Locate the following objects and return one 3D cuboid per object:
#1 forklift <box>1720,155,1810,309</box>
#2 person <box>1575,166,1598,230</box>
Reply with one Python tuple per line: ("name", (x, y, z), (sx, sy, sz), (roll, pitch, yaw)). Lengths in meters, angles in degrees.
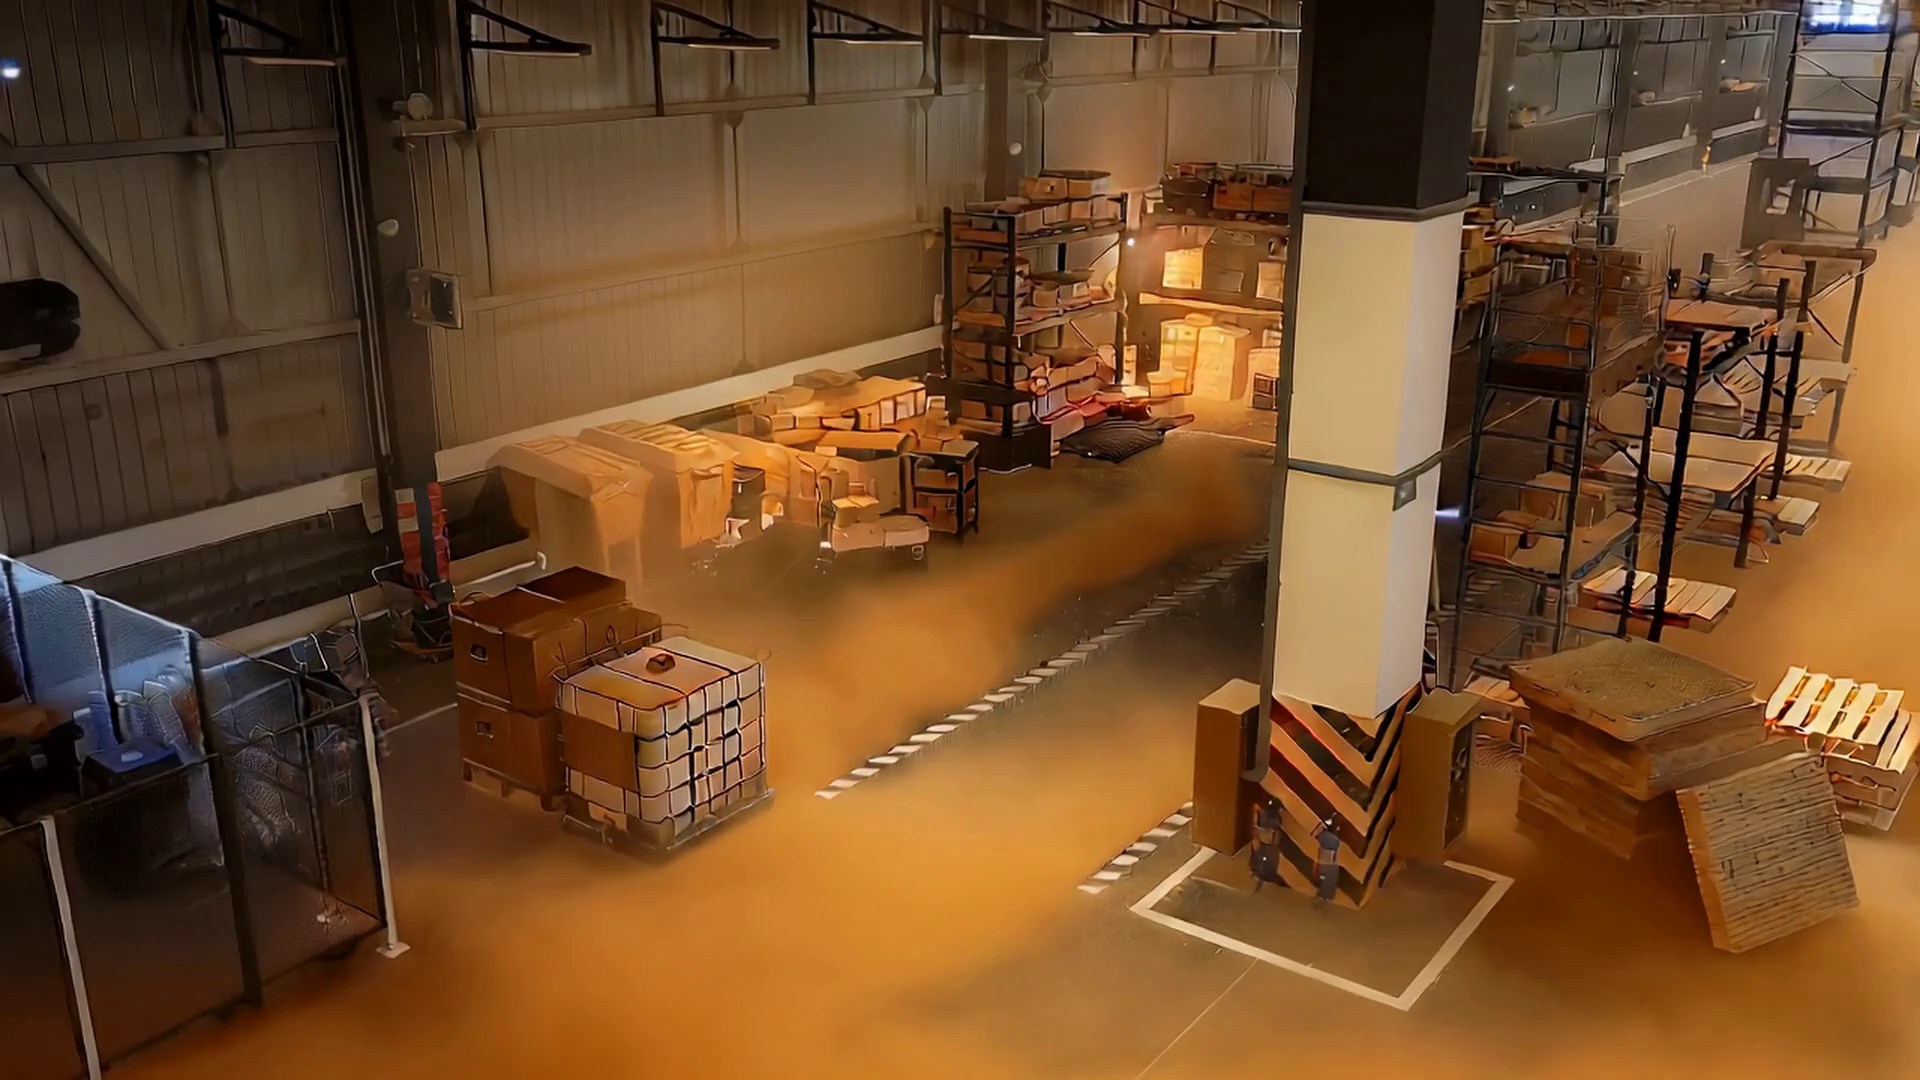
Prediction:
("forklift", (15.343, -5.840, 31.495), (1.129, 2.768, 1.873), (13, 22, 34))
("person", (14.620, -7.763, 38.900), (0.565, 1.916, 0.436), (-13, 22, -35))
